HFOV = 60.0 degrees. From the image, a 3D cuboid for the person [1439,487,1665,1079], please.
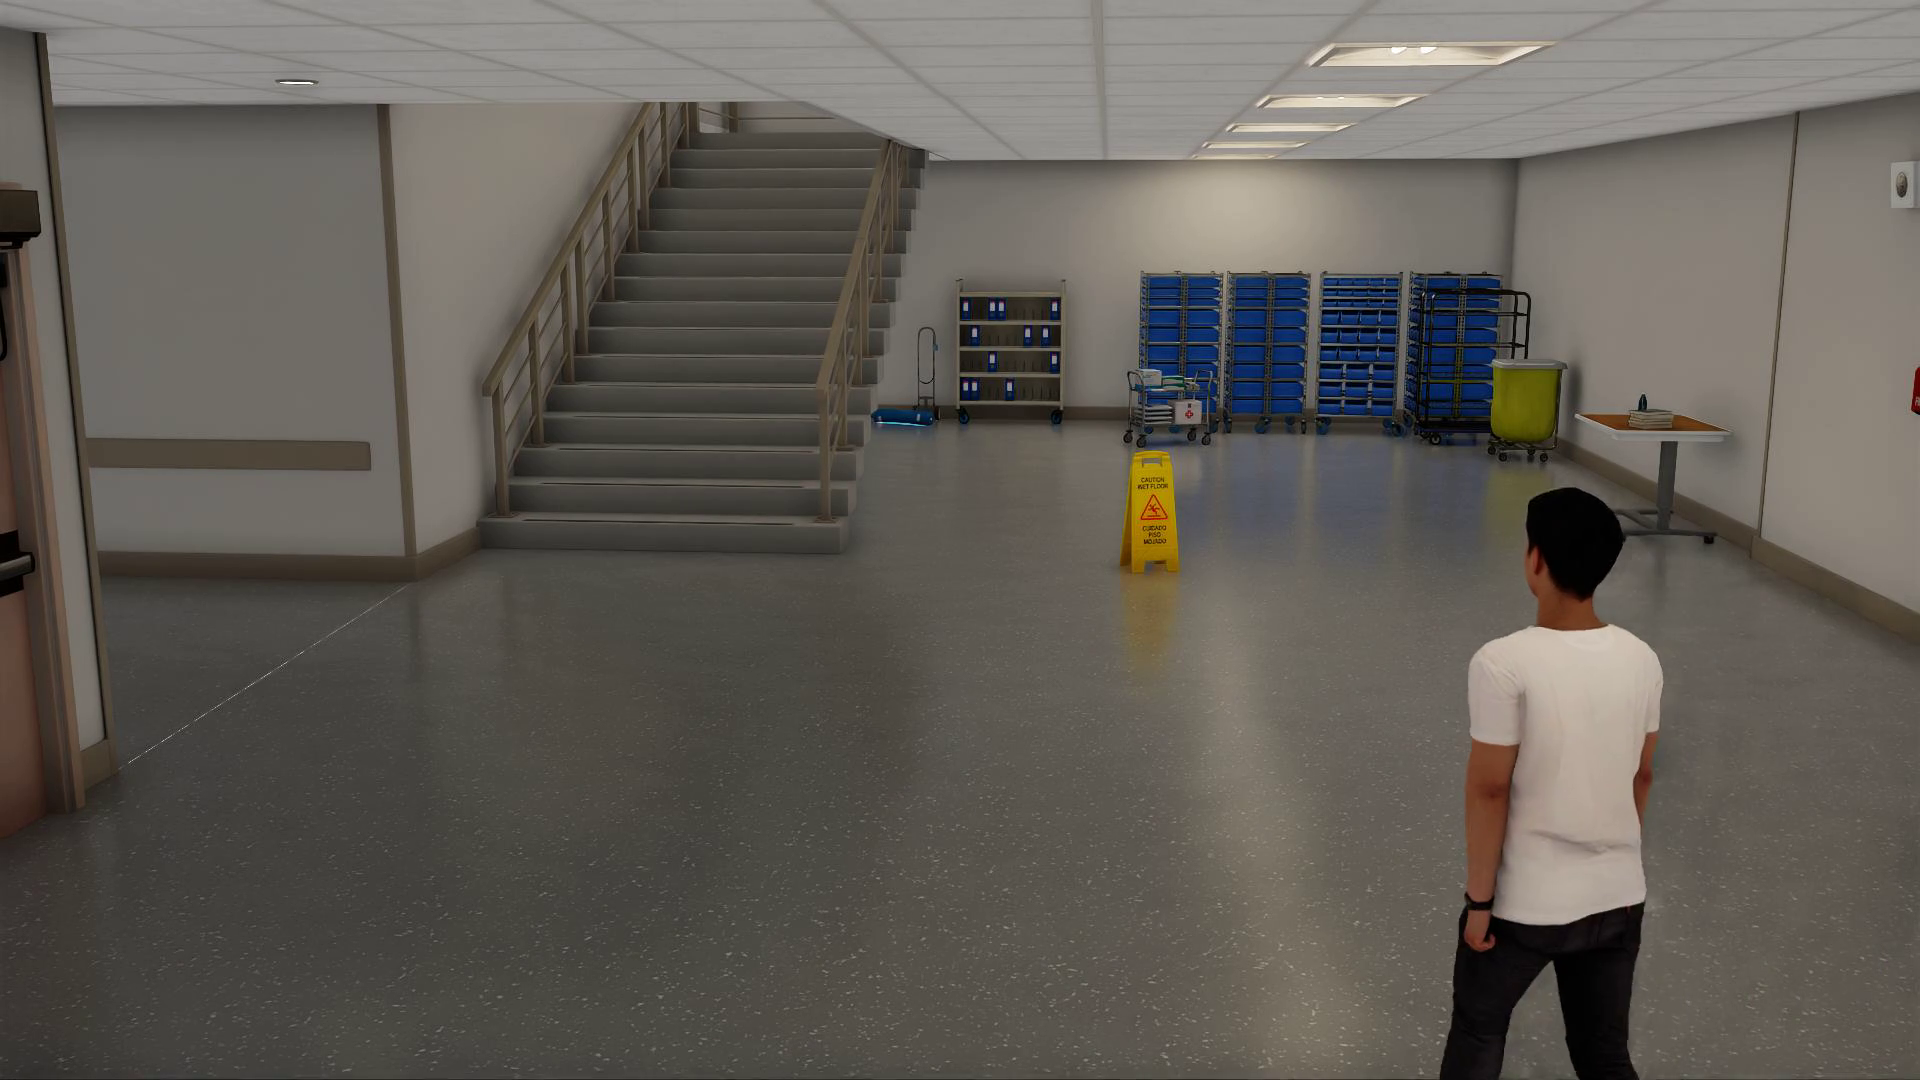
[{"bbox_3d":[1.312,0.764,3.542,0.817,1.693,1.038,-2,11,-12],"label":"person"}]
